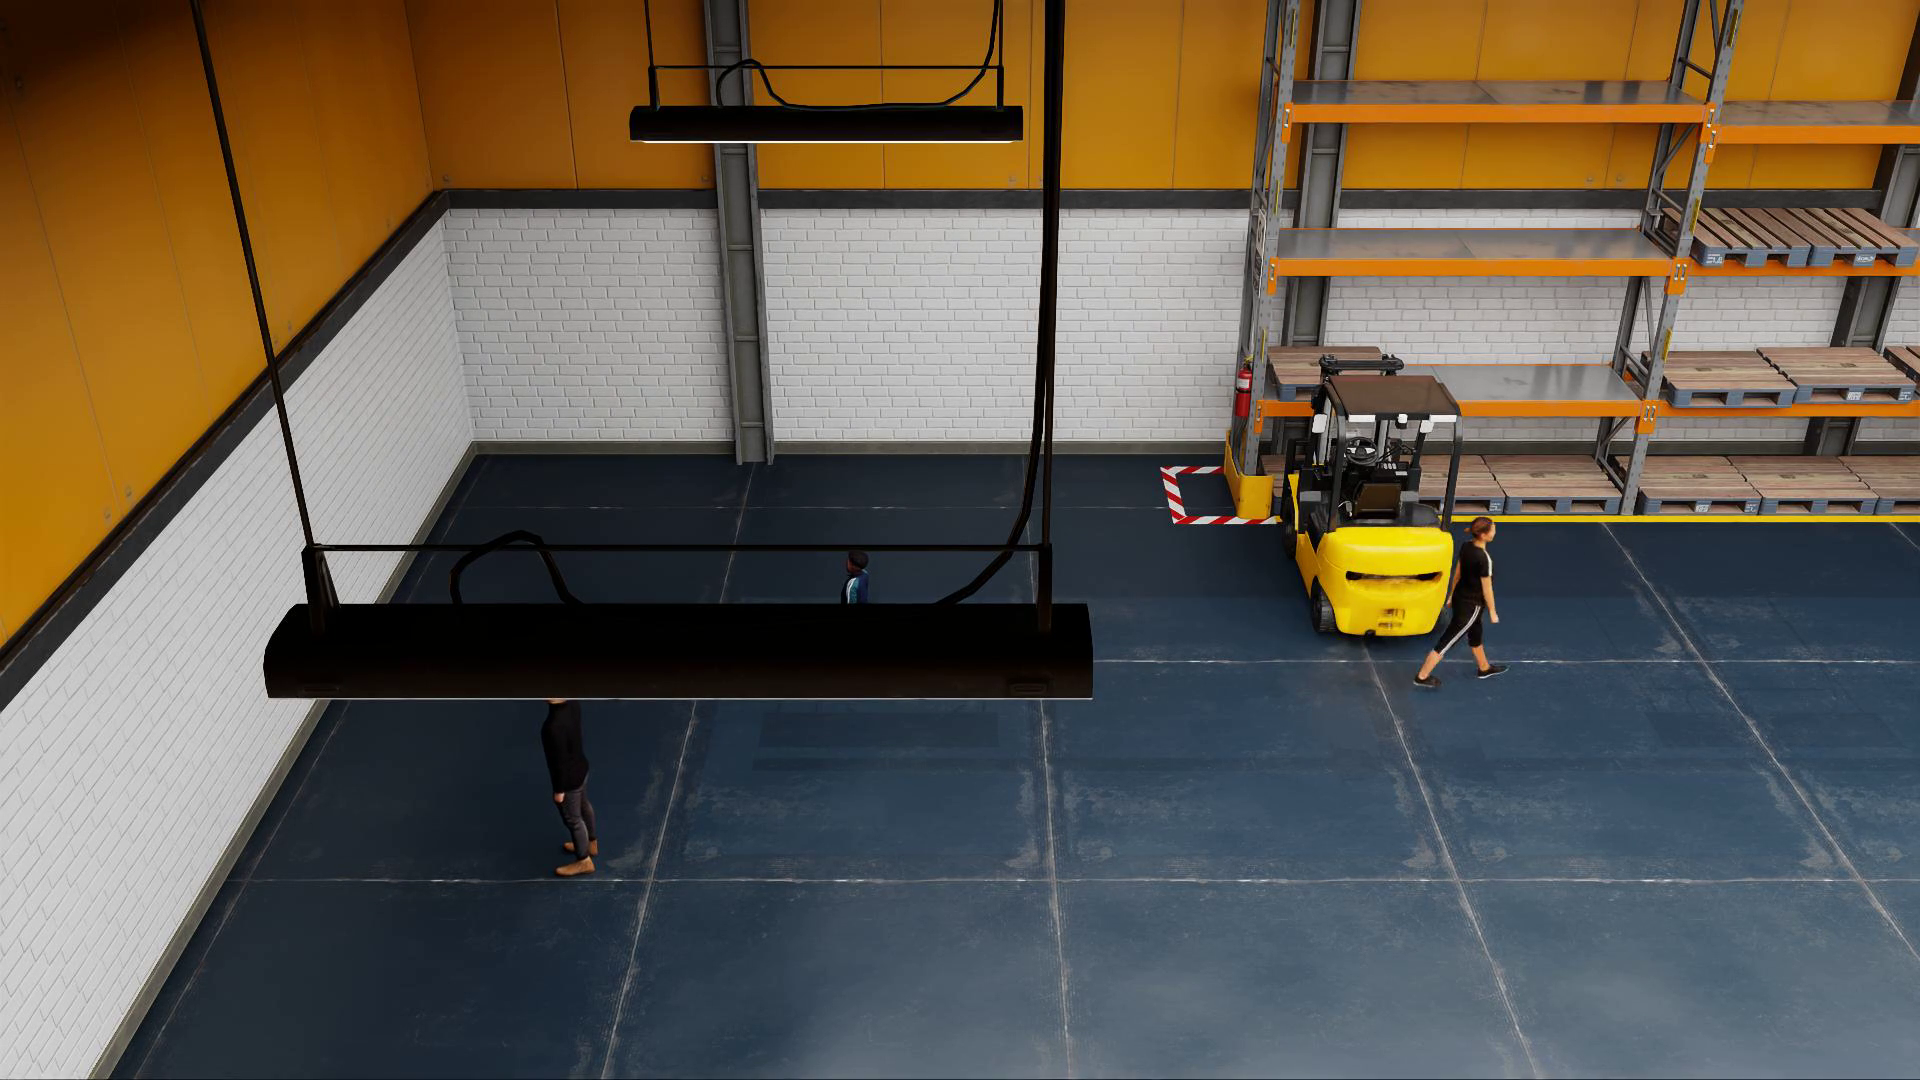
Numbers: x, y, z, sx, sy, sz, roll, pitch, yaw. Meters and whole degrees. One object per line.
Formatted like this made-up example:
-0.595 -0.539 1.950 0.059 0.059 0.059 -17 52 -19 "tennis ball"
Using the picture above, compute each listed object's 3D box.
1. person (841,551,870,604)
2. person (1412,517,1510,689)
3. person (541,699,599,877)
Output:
-0.895 0.640 14.507 0.544 1.256 0.552 9 30 15 "person"
4.262 0.578 14.236 1.118 1.625 0.644 -2 29 -4 "person"
-2.853 1.678 12.118 0.544 1.722 0.649 2 29 3 "person"
